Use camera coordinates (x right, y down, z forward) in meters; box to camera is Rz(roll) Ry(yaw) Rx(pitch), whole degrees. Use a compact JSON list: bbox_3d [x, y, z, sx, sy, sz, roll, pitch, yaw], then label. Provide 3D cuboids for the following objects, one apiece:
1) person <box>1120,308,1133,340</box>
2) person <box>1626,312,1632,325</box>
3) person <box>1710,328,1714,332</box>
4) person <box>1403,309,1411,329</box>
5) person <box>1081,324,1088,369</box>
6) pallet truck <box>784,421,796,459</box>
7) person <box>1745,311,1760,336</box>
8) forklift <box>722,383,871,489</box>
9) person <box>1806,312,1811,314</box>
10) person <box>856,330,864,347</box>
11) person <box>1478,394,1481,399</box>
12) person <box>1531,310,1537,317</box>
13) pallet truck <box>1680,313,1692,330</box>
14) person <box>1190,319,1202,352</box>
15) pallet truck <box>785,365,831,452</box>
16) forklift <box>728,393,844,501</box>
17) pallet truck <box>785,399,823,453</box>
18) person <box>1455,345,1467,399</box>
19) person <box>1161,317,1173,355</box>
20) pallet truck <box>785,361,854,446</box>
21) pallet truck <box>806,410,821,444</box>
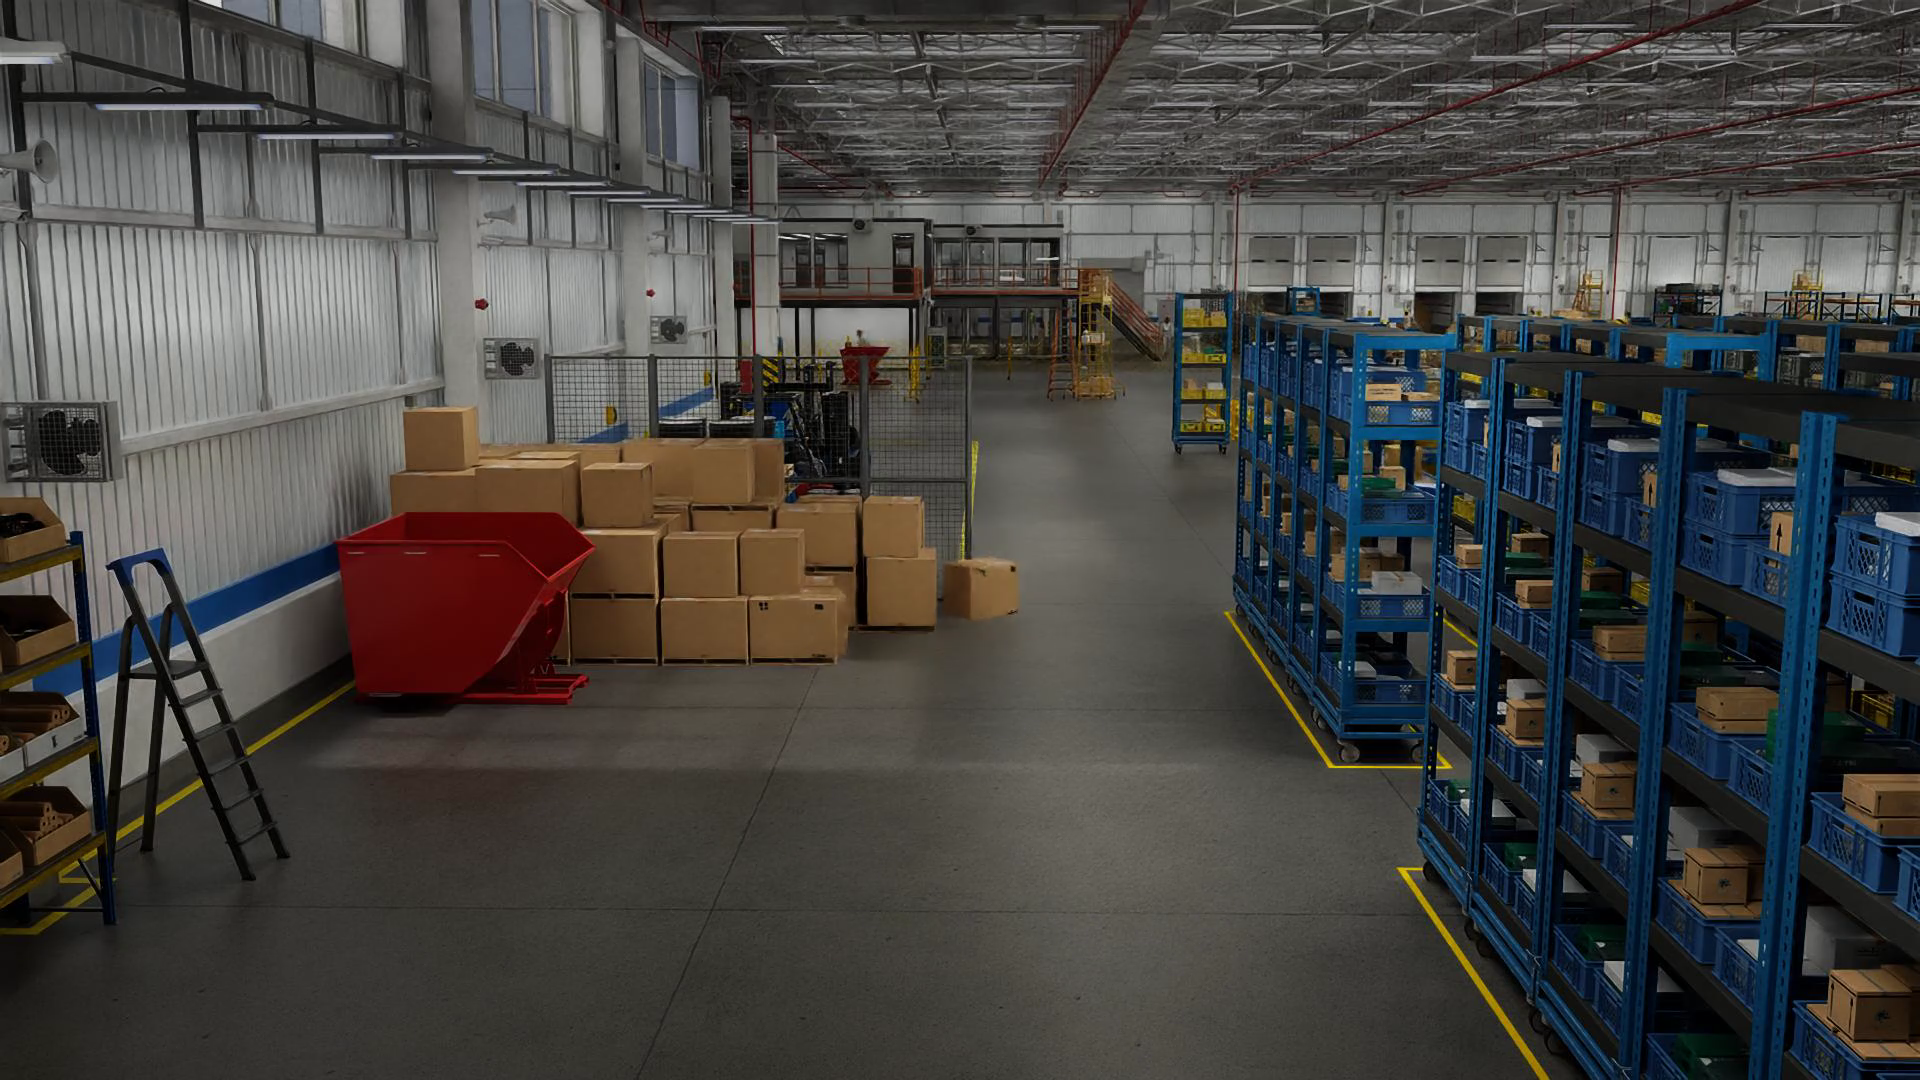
[{"bbox_3d":[9.859,-12.644,97.558,0.931,1.915,0.608,0,9,-3],"label":"person"},{"bbox_3d":[36.975,-11.753,92.303,0.724,1.825,0.617,7,12,38],"label":"person"},{"bbox_3d":[32.408,-8.453,71.695,0.570,1.905,0.875,4,10,24],"label":"person"},{"bbox_3d":[25.352,-12.140,94.422,0.589,1.918,0.393,-6,11,-35],"label":"person"},{"bbox_3d":[5.268,-8.157,69.837,0.379,1.918,0.596,1,9,9],"label":"person"},{"bbox_3d":[-4.013,-1.793,32.705,1.601,1.201,0.680,0,9,1],"label":"pallet truck"},{"bbox_3d":[40.974,-10.838,85.999,0.700,2.000,0.600,0,9,2],"label":"person"},{"bbox_3d":[-2.893,-1.687,28.729,2.680,1.987,1.157,0,9,-1],"label":"forklift"},{"bbox_3d":[44.864,-11.132,88.168,0.366,1.932,0.629,2,9,13],"label":"person"},{"bbox_3d":[-3.844,-7.251,64.544,0.464,1.833,0.521,2,9,10],"label":"person"},{"bbox_3d":[14.214,-4.146,44.949,1.067,1.977,0.618,2,9,11],"label":"person"},{"bbox_3d":[33.136,-12.363,96.143,0.590,1.859,0.678,-3,10,-19],"label":"person"},{"bbox_3d":[36.315,-10.531,84.244,0.823,1.965,1.885,-6,11,-33],"label":"pallet truck"},{"bbox_3d":[11.244,-9.657,79.342,0.590,1.838,0.982,-1,9,-5],"label":"person"},{"bbox_3d":[-3.774,-2.976,37.635,1.885,1.965,0.823,1,9,5],"label":"pallet truck"},{"bbox_3d":[-2.979,-1.316,26.476,2.680,1.987,1.157,0,9,1],"label":"forklift"},{"bbox_3d":[-3.814,-2.432,36.419,1.630,1.274,0.653,0,9,1],"label":"pallet truck"},{"bbox_3d":[15.304,-5.060,51.018,0.448,1.823,0.590,4,10,22],"label":"person"},{"bbox_3d":[10.154,-10.026,81.605,0.586,1.848,0.956,2,9,11],"label":"person"},{"bbox_3d":[-3.410,-3.193,38.978,1.885,1.965,0.823,0,9,-1],"label":"pallet truck"},{"bbox_3d":[-3.559,-2.018,33.905,1.522,1.261,0.704,0,9,-1],"label":"pallet truck"}]
